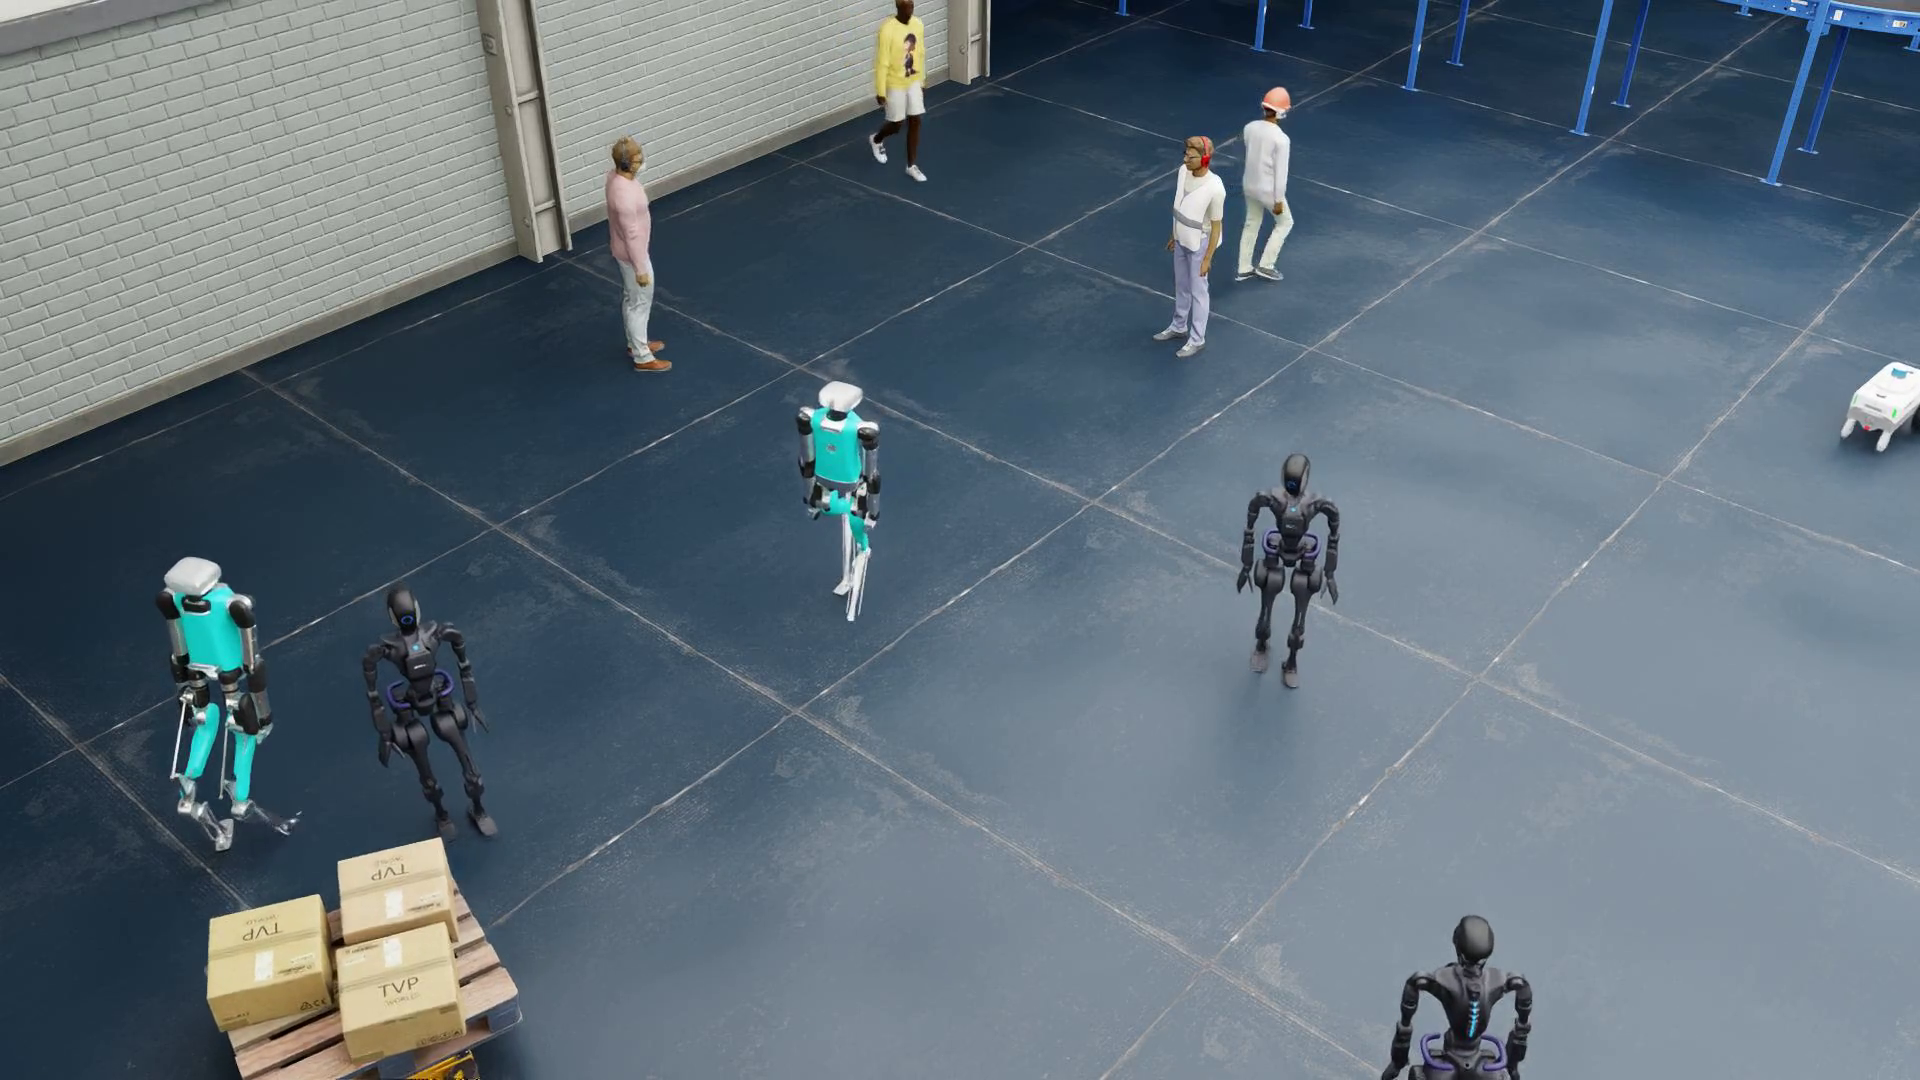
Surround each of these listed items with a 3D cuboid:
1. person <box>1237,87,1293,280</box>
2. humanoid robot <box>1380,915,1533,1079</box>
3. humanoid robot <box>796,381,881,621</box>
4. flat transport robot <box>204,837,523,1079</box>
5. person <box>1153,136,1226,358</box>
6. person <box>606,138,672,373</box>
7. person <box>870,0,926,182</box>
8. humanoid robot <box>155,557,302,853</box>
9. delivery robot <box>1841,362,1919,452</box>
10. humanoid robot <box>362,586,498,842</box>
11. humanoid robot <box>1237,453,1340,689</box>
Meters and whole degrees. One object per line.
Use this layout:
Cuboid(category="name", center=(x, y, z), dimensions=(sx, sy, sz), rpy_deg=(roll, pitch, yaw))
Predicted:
Cuboid(category="person", center=(2.683, -3.071, 14.437), dimensions=(0.492, 1.729, 0.572), rpy_deg=(-18, 39, -24))
Cuboid(category="humanoid robot", center=(2.101, 2.288, 6.965), dimensions=(0.602, 1.624, 0.534), rpy_deg=(2, 36, 3))
Cuboid(category="humanoid robot", center=(-0.669, -0.306, 10.581), dimensions=(0.568, 1.803, 0.770), rpy_deg=(11, 37, 15))
Cuboid(category="flat transport robot", center=(-2.885, 2.336, 8.107), dimensions=(0.659, 0.231, 1.431), rpy_deg=(-21, 41, -27))
Cuboid(category="person", center=(1.881, -2.363, 13.346), dimensions=(0.391, 1.846, 0.562), rpy_deg=(-16, 39, -22))
Cuboid(category="person", center=(-2.561, -2.240, 13.118), dimensions=(0.357, 1.933, 0.647), rpy_deg=(-9, 36, -12))
Cuboid(category="person", center=(-0.601, -4.481, 16.298), dimensions=(0.559, 1.875, 0.650), rpy_deg=(-23, 41, -29))
Cuboid(category="humanoid robot", center=(-3.932, 1.013, 8.707), dimensions=(0.537, 1.771, 0.841), rpy_deg=(6, 36, 9))
Cuboid(category="delivery robot", center=(7.042, -1.054, 12.613), dimensions=(0.765, 0.585, 0.499), rpy_deg=(-29, 45, -34))
Cuboid(category="humanoid robot", center=(-2.820, 0.950, 8.838), dimensions=(0.592, 1.650, 0.371), rpy_deg=(-20, 40, -26))
Cuboid(category="humanoid robot", center=(1.980, 0.161, 9.954), dimensions=(0.608, 1.645, 0.367), rpy_deg=(8, 36, 11))
